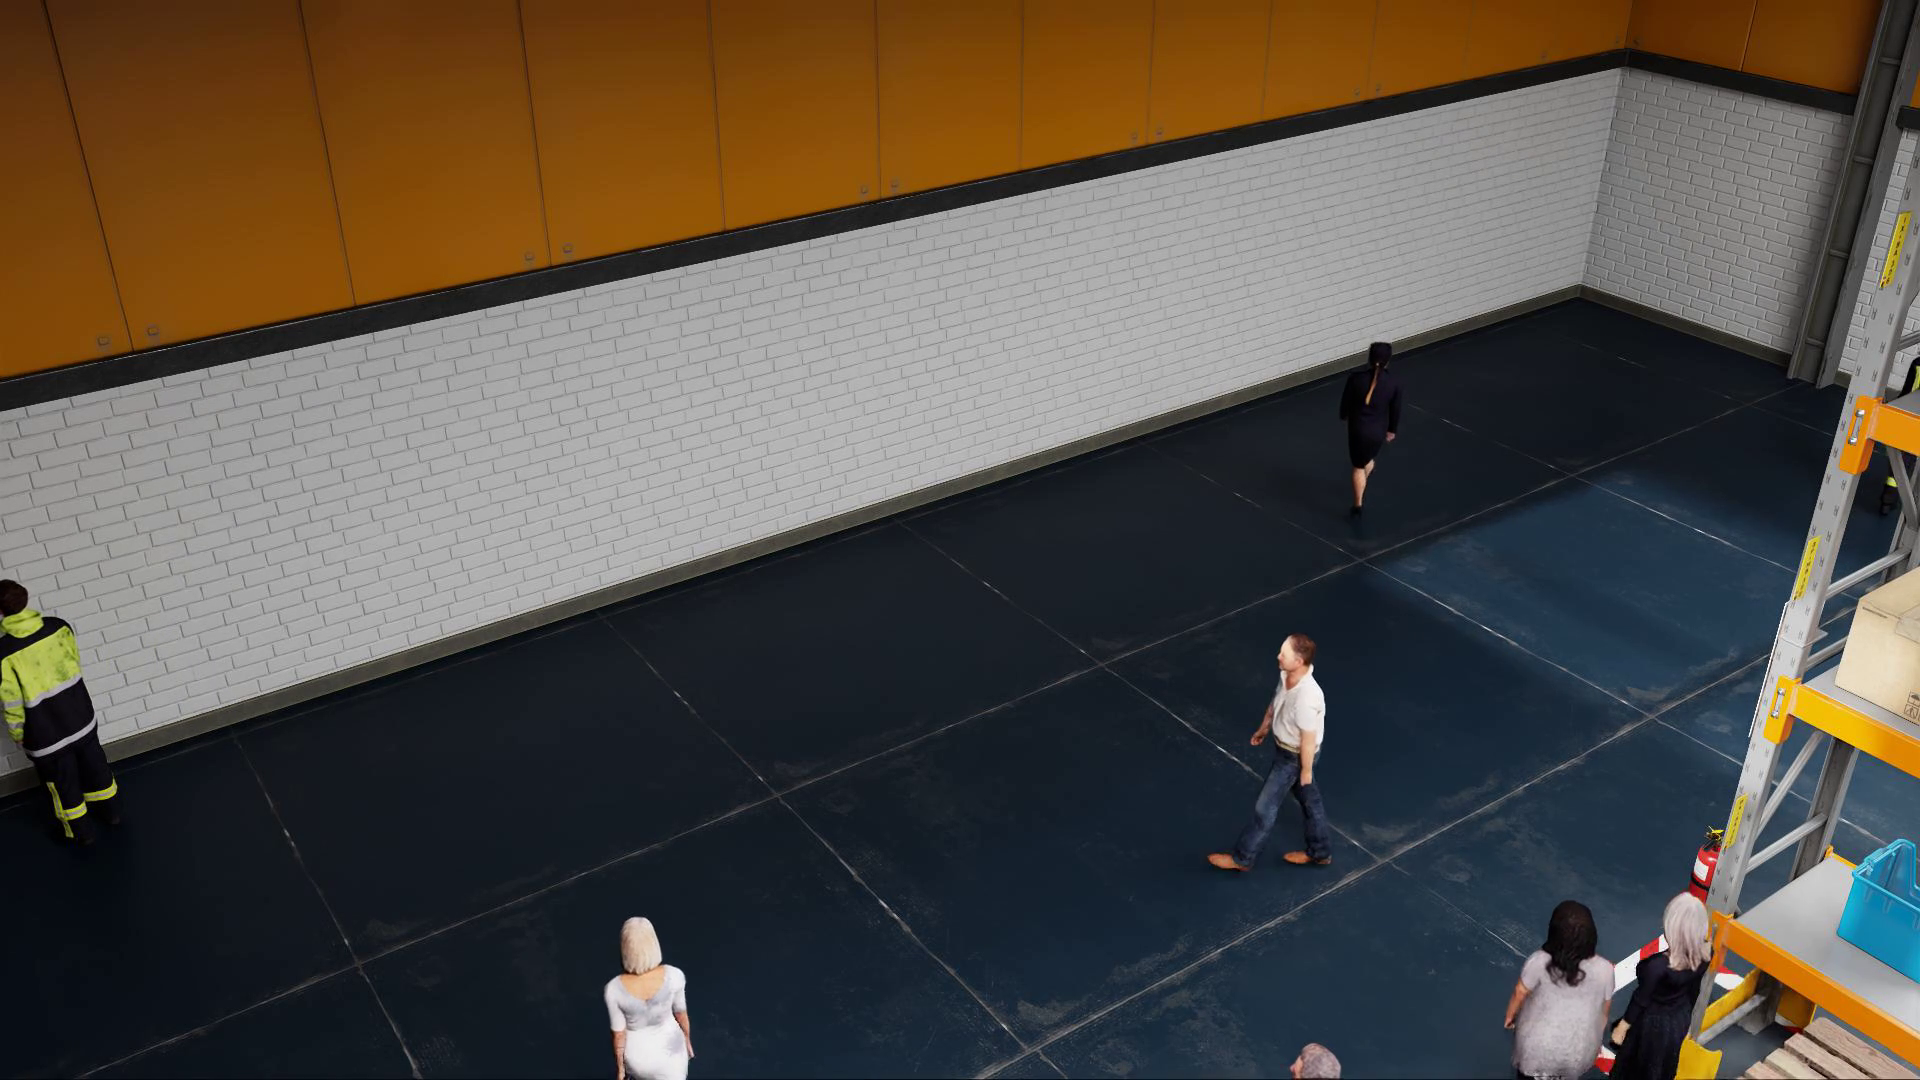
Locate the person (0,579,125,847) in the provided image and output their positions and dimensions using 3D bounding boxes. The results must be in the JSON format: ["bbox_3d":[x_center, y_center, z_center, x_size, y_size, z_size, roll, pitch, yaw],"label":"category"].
[{"bbox_3d":[-6.080,1.147,11.108,0.859,1.979,0.873,12,31,21],"label":"person"}]

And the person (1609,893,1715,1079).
[{"bbox_3d":[3.683,2.632,8.658,0.572,1.718,0.982,-19,34,-31],"label":"person"}]

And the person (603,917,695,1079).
[{"bbox_3d":[-1.548,2.702,8.529,0.820,1.718,1.156,-8,30,-14],"label":"person"}]

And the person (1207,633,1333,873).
[{"bbox_3d":[2.285,1.403,10.806,1.141,1.819,1.121,3,29,5],"label":"person"}]

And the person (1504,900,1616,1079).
[{"bbox_3d":[3.156,2.635,8.777,0.793,1.599,0.854,5,29,10],"label":"person"}]

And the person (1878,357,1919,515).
[{"bbox_3d":[8.866,-1.055,15.313,0.904,1.817,1.082,-23,36,-35],"label":"person"}]

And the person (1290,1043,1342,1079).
[{"bbox_3d":[1.592,3.060,7.755,0.699,1.831,0.754,17,33,28],"label":"person"}]

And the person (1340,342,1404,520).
[{"bbox_3d":[3.747,-0.967,15.351,1.061,1.628,1.159,2,29,4],"label":"person"}]
